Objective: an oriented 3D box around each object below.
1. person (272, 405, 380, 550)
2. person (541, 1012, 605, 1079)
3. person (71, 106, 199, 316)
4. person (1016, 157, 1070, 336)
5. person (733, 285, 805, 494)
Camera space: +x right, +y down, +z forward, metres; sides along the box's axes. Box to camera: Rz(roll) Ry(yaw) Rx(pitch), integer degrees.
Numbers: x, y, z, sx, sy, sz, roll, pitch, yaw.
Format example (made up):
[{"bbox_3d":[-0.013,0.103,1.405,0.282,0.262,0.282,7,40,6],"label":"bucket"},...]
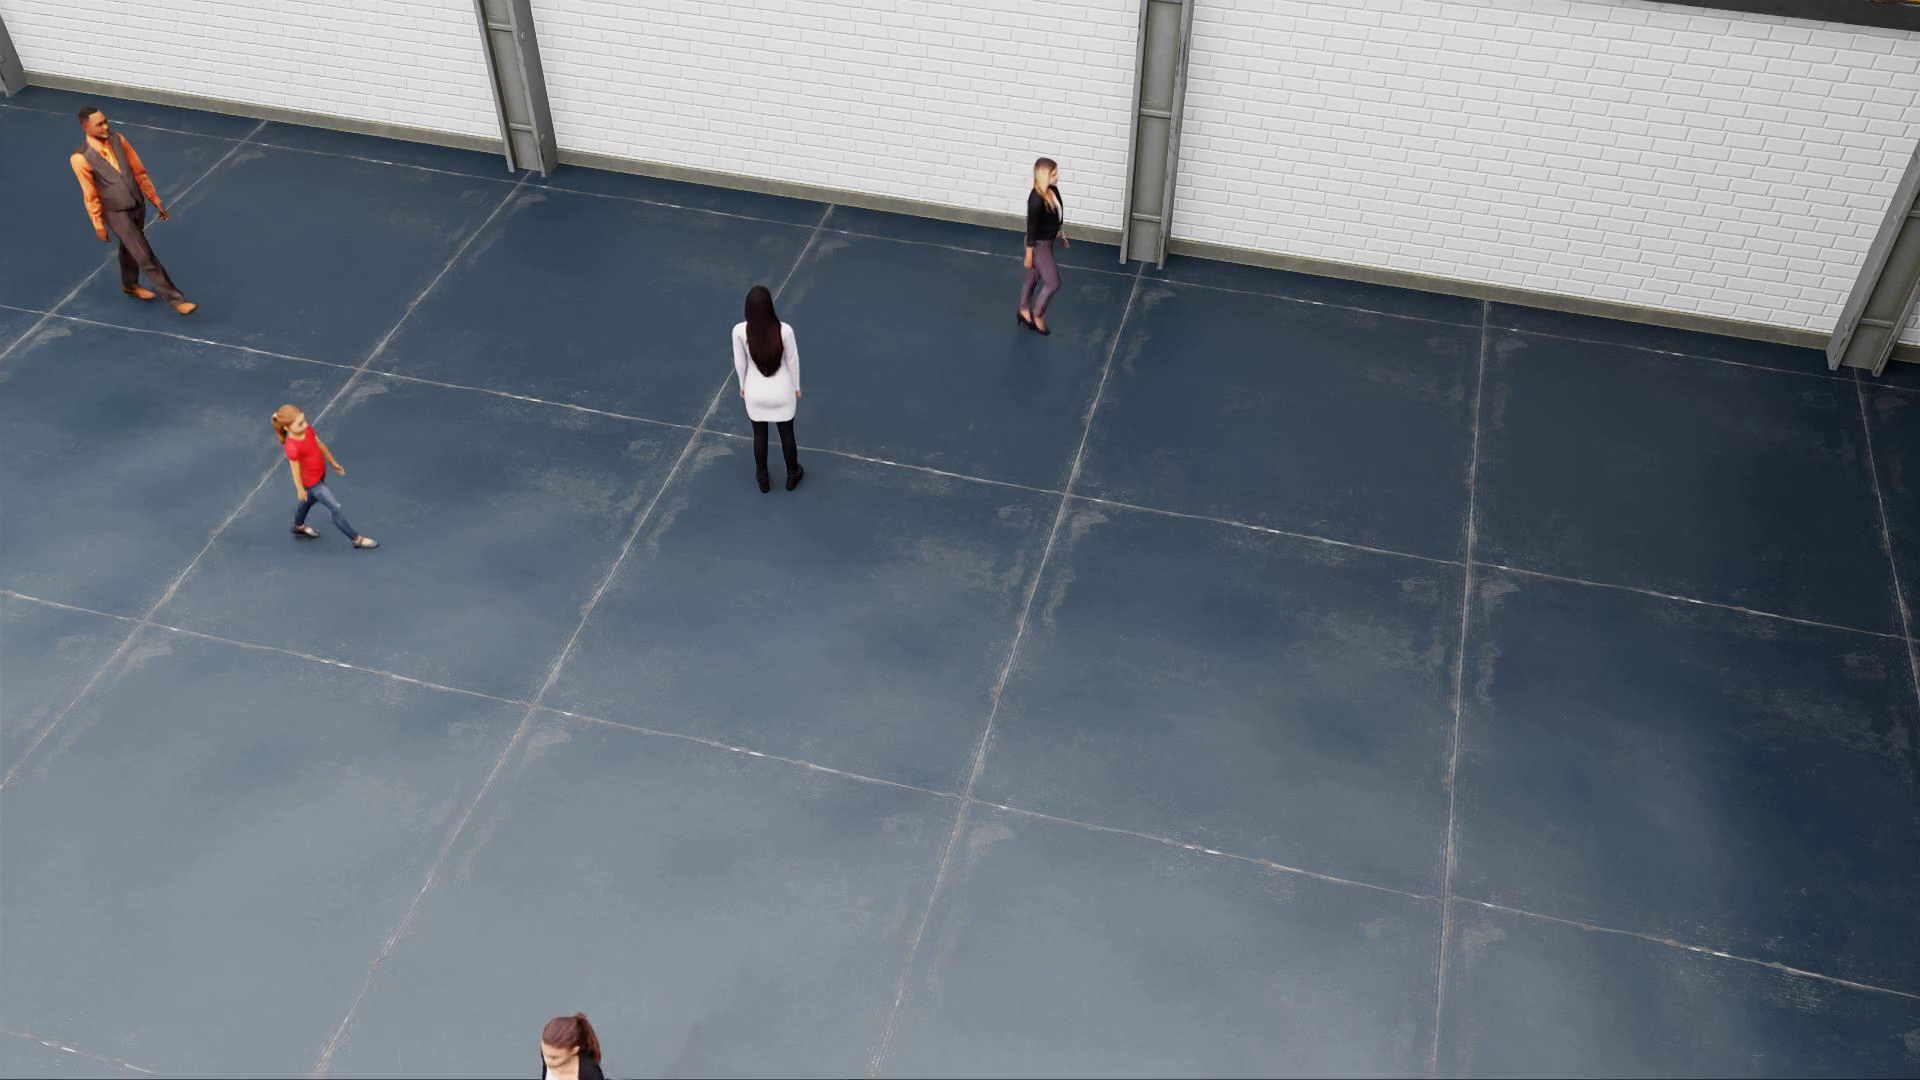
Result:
[{"bbox_3d":[-4.681,-0.455,11.871,0.946,1.285,0.607,2,44,2],"label":"person"},{"bbox_3d":[-1.800,2.788,8.292,1.018,1.527,0.712,17,46,17],"label":"person"},{"bbox_3d":[-7.054,-2.751,13.858,1.217,1.870,0.823,17,46,17],"label":"person"},{"bbox_3d":[0.572,-2.418,13.664,0.612,1.655,0.588,10,44,10],"label":"person"},{"bbox_3d":[-1.404,-1.088,12.157,0.567,1.808,0.730,-1,44,-1],"label":"person"}]
